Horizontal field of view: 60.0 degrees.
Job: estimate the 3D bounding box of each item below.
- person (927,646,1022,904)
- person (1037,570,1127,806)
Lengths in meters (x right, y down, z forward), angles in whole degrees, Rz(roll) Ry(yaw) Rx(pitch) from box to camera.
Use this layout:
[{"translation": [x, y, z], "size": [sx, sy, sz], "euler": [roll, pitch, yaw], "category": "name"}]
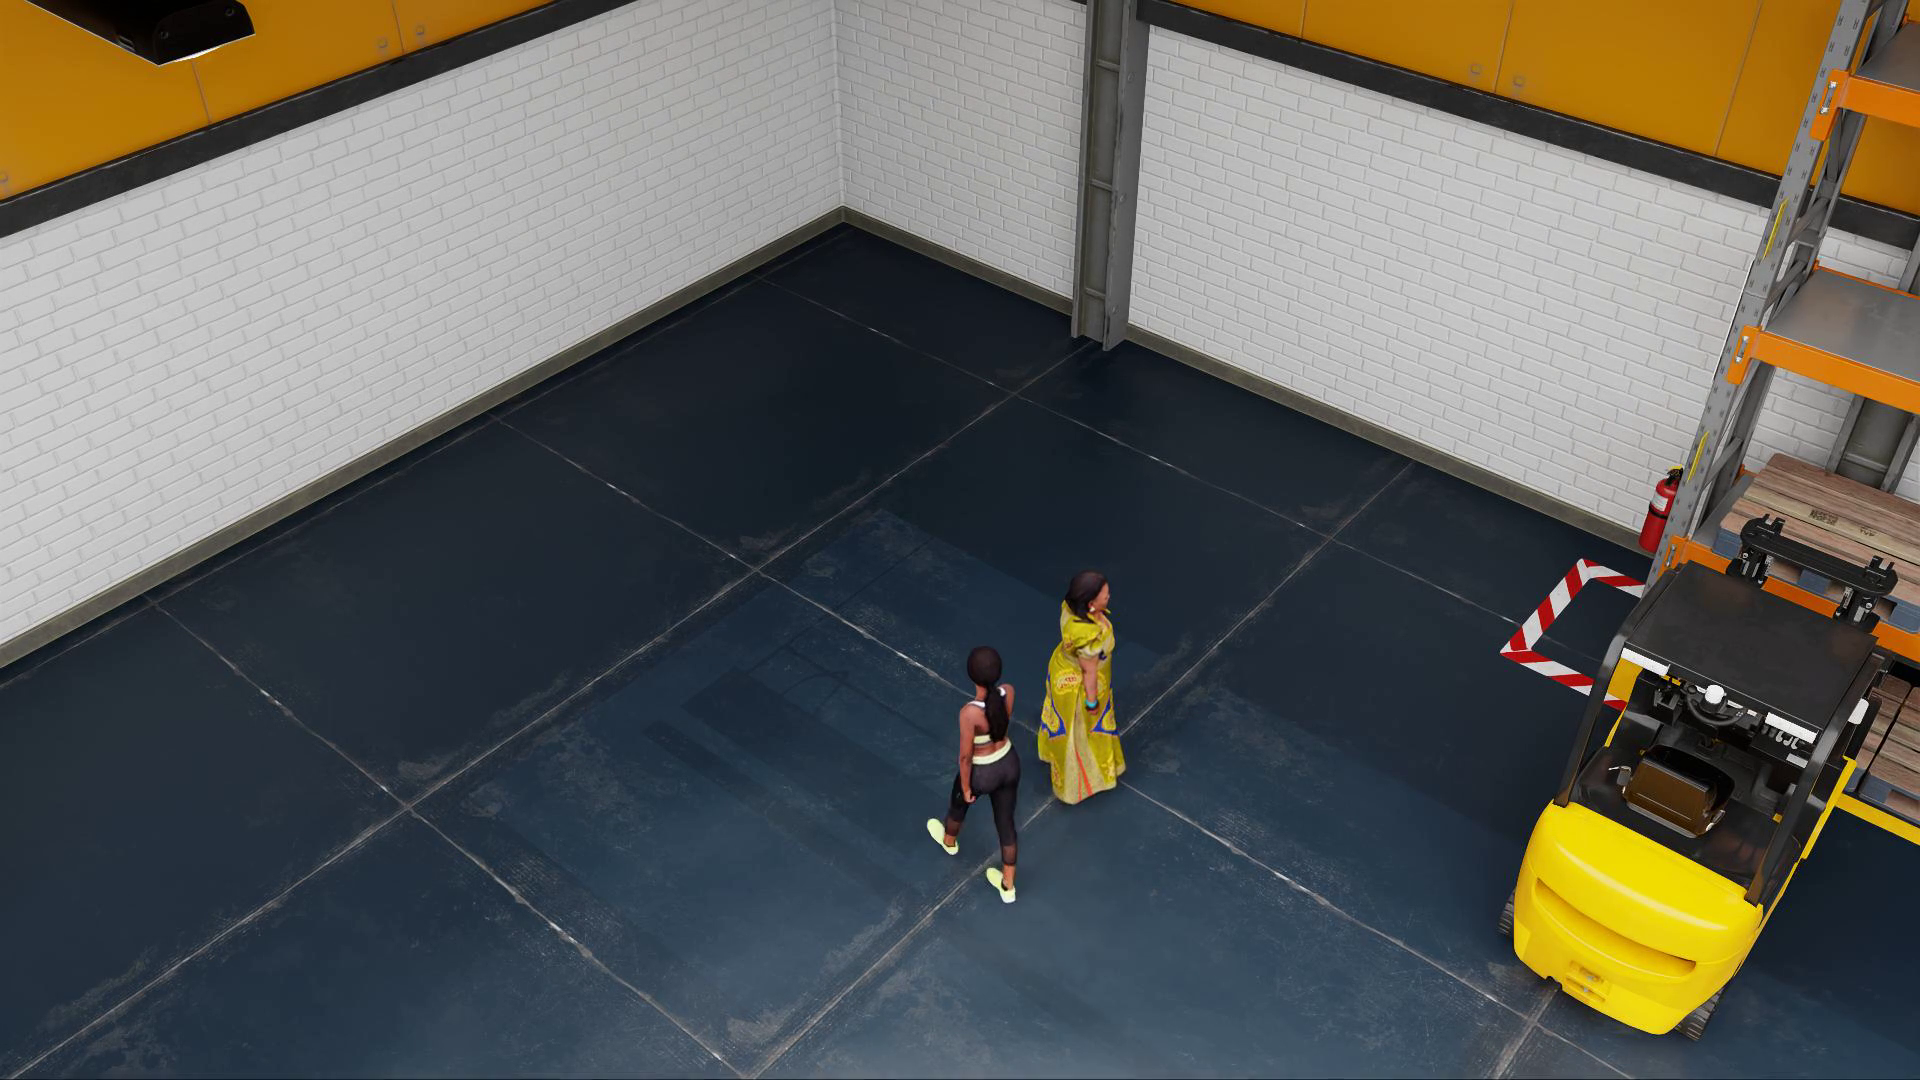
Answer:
[{"translation": [0.224, 1.358, 9.240], "size": [0.746, 1.725, 1.017], "euler": [-22, 44, -25], "category": "person"}, {"translation": [0.714, 0.841, 9.941], "size": [1.057, 1.657, 0.989], "euler": [-4, 39, -5], "category": "person"}]
